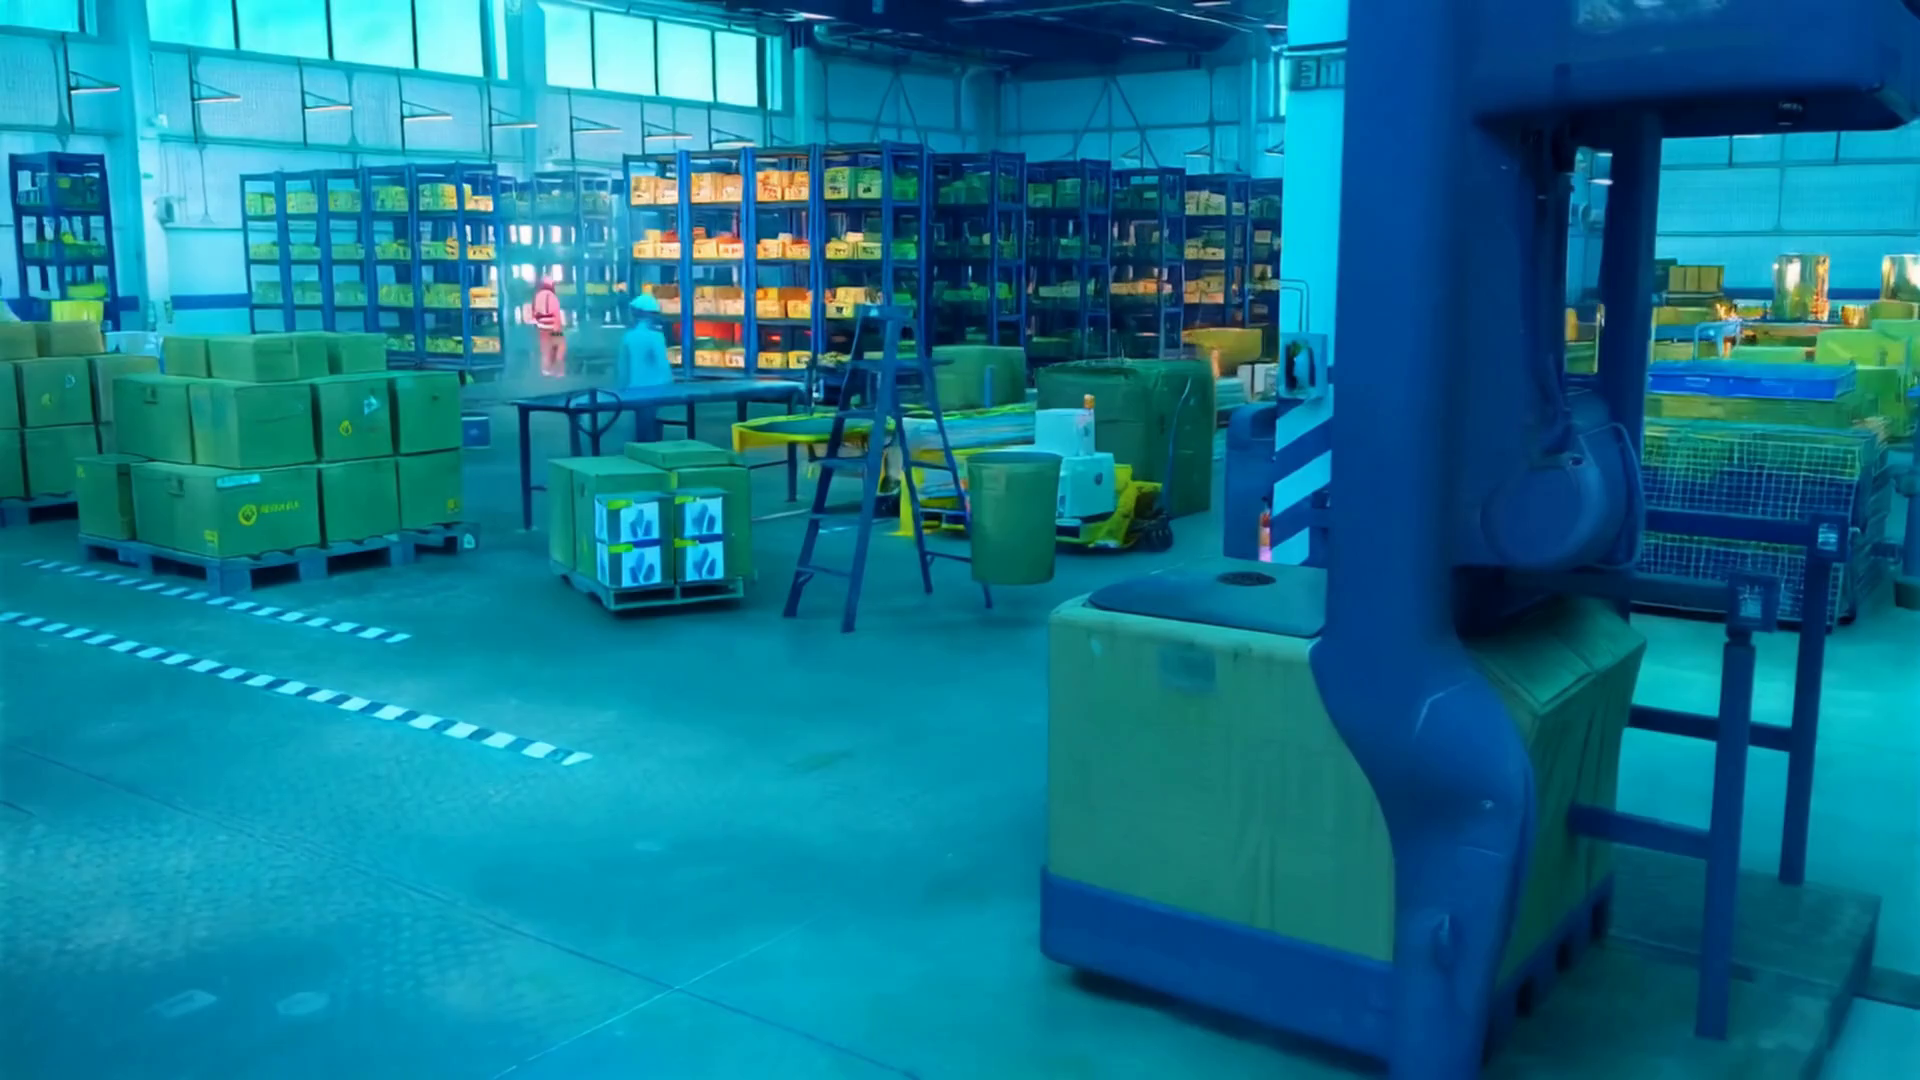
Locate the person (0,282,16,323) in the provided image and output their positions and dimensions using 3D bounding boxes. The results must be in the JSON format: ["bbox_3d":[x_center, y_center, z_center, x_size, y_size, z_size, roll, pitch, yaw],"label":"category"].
[{"bbox_3d":[-12.743,-2.614,22.072,1.019,1.895,0.623,-4,10,-24],"label":"person"}]

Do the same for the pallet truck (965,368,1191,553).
[{"bbox_3d":[0.845,-0.609,11.869,1.630,1.274,0.653,7,12,35],"label":"pallet truck"}]

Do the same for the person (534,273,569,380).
[{"bbox_3d":[-6.932,-3.624,28.313,0.595,1.814,0.542,7,12,37],"label":"person"}]

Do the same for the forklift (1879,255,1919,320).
[{"bbox_3d":[22.089,-5.634,38.796,1.157,1.987,2.680,6,11,33],"label":"forklift"}]

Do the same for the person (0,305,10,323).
[{"bbox_3d":[-9.645,-1.731,16.596,0.628,1.949,0.958,3,10,17],"label":"person"}]

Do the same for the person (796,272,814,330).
[{"bbox_3d":[-3.055,-4.504,33.569,0.594,1.792,0.950,7,12,36],"label":"person"}]

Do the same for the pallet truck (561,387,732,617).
[{"bbox_3d":[-1.981,-0.274,10.088,0.680,1.201,1.601,-5,11,-28],"label":"pallet truck"}]

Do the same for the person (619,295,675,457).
[{"bbox_3d":[-2.868,-1.345,14.996,0.519,1.722,0.923,8,13,40],"label":"person"}]

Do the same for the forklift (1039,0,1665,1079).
[{"bbox_3d":[1.249,-0.137,4.360,1.873,2.768,1.129,7,12,35],"label":"forklift"}]

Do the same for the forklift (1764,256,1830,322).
[{"bbox_3d":[20.253,-5.854,40.139,1.157,1.987,2.680,7,12,35],"label":"forklift"}]
